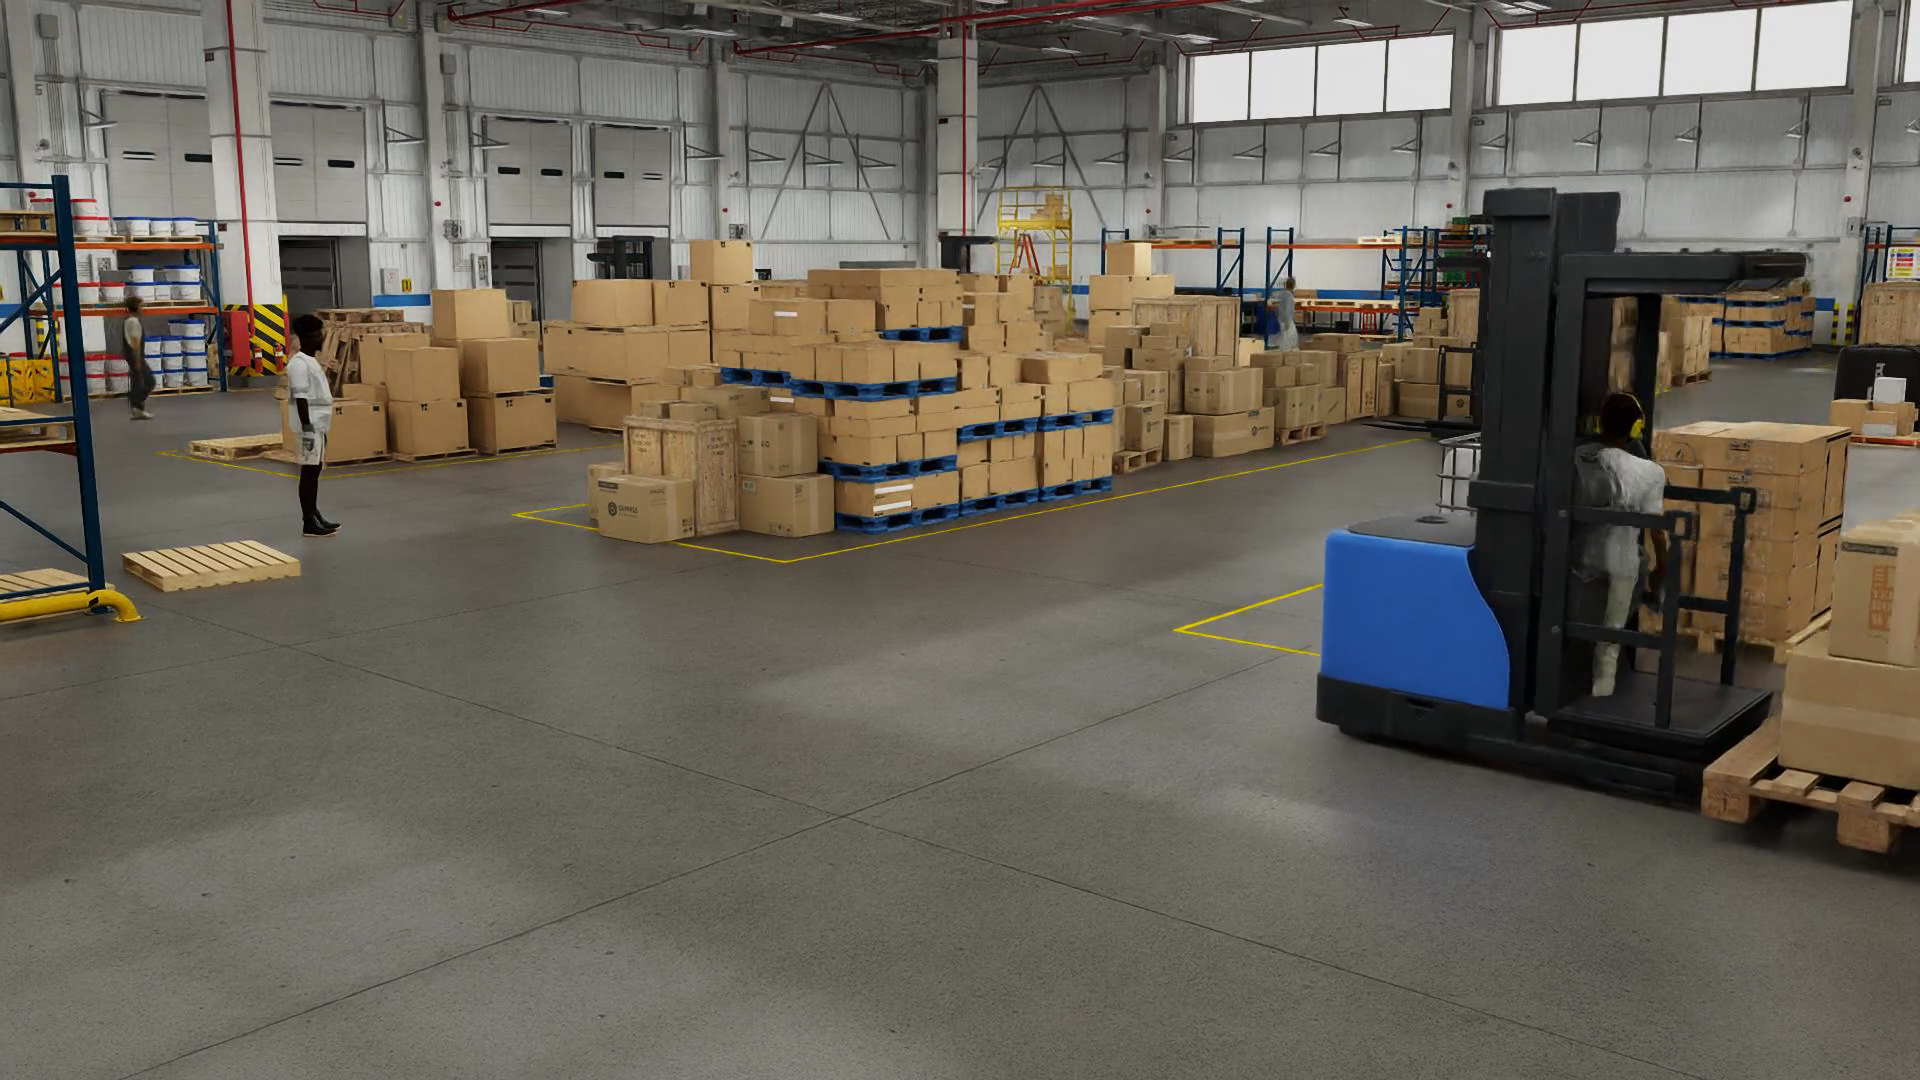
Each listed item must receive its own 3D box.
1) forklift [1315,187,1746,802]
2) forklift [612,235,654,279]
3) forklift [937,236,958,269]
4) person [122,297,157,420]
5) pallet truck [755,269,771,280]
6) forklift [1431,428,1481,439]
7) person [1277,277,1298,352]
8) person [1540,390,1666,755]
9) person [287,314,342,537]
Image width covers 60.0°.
[{"bbox_3d":[2.888,-0.341,8.334,1.873,2.768,1.129,8,13,40],"label":"forklift"},{"bbox_3d":[-7.300,-5.450,37.421,1.873,2.768,1.129,8,13,40],"label":"forklift"},{"bbox_3d":[-0.233,-5.744,39.097,1.873,2.768,1.129,2,10,12],"label":"forklift"},{"bbox_3d":[-12.146,-2.676,24.609,0.413,1.829,0.556,-7,12,-34],"label":"person"},{"bbox_3d":[-4.996,-6.432,45.525,1.885,1.965,0.823,-6,12,-32],"label":"pallet truck"},{"bbox_3d":[7.339,-2.688,21.696,1.873,2.768,1.129,8,13,40],"label":"forklift"},{"bbox_3d":[7.019,-4.655,35.632,0.441,1.915,0.645,0,10,-1],"label":"person"},{"bbox_3d":[3.234,0.185,8.282,0.572,1.835,0.718,7,12,34],"label":"person"},{"bbox_3d":[-5.740,-1.009,14.739,0.368,1.966,0.603,-2,10,-12],"label":"person"}]
